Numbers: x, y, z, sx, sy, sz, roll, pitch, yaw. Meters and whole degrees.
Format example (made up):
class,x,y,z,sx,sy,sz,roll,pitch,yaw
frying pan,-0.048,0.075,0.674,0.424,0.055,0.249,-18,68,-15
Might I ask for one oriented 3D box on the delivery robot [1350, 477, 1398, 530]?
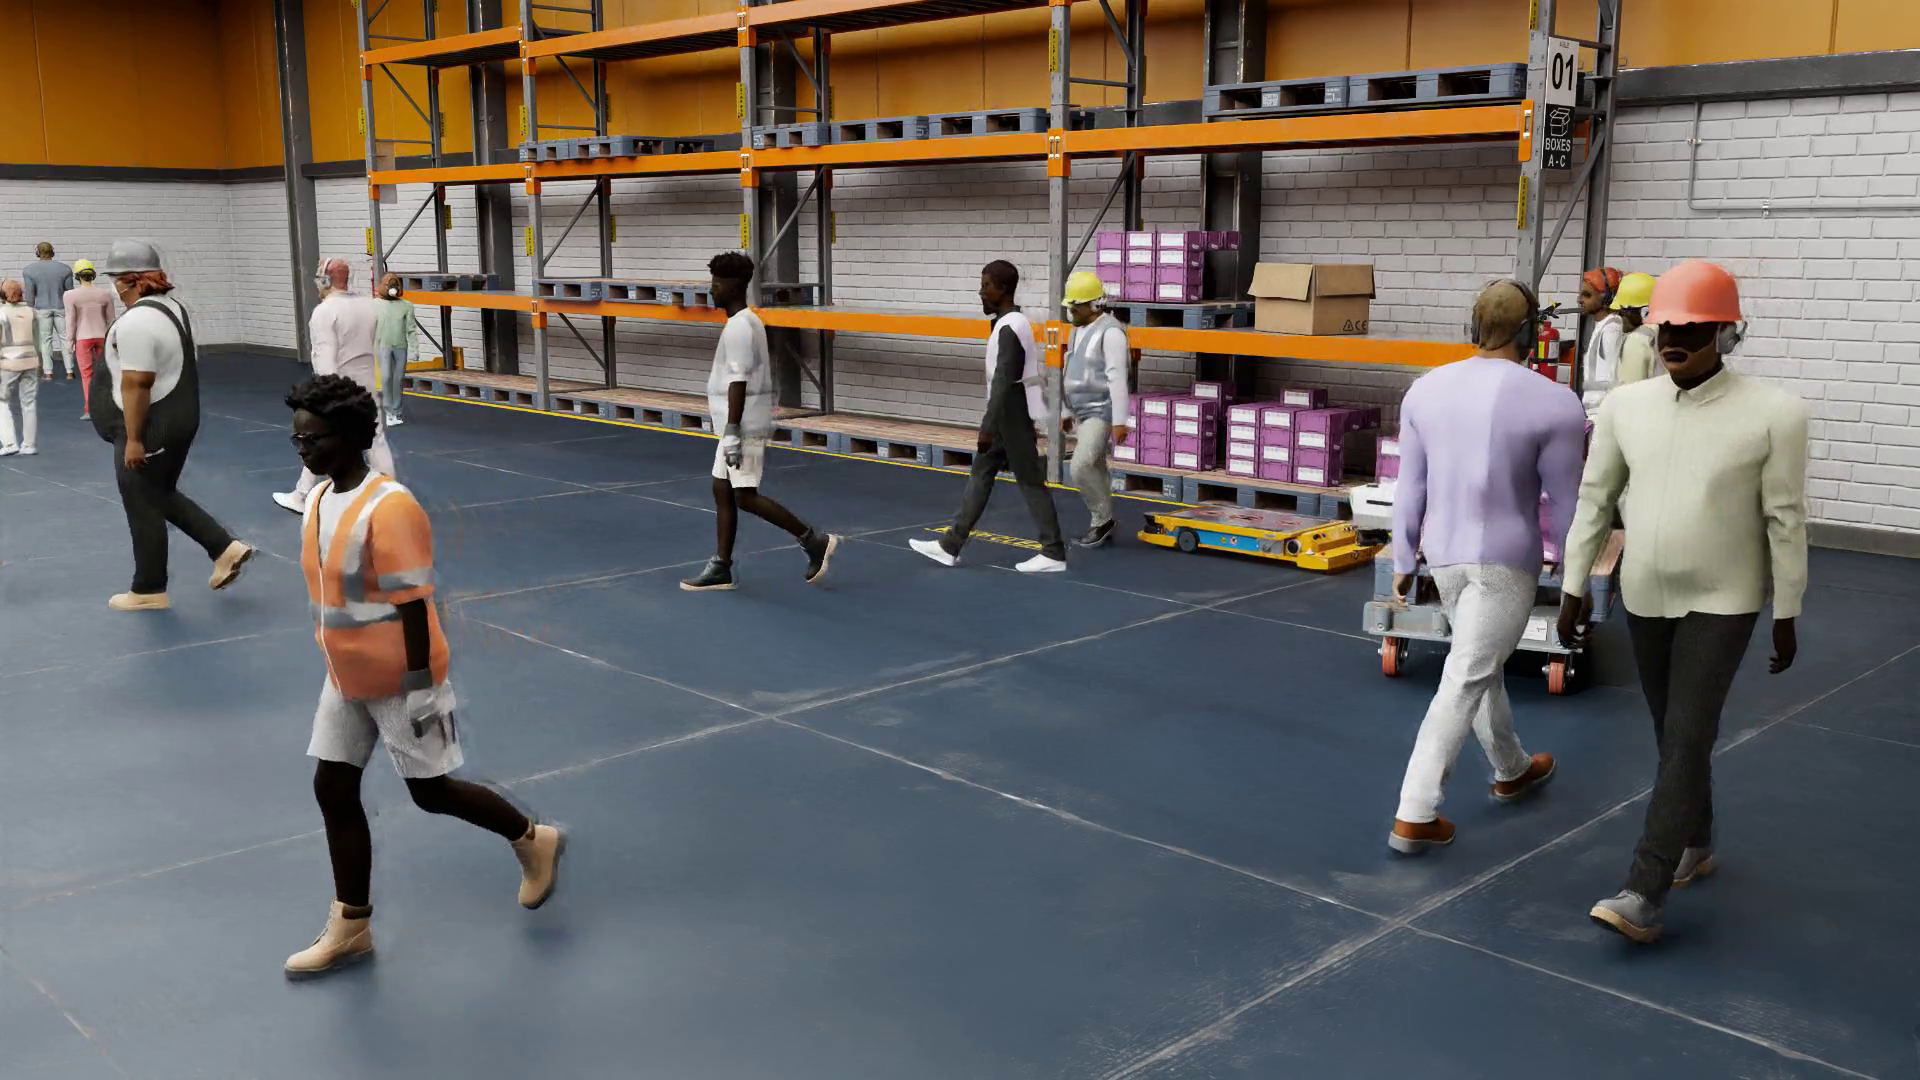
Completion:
class,x,y,z,sx,sy,sz,roll,pitch,yaw
delivery robot,2.835,-0.212,10.497,0.707,0.478,0.477,9,14,40

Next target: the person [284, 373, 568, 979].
class,x,y,z,sx,sy,sz,roll,pitch,yaw
person,-1.522,0.349,4.656,0.566,1.660,0.771,9,14,41

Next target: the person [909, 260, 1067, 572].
class,x,y,z,sx,sy,sz,roll,pitch,yaw
person,0.196,-0.722,9.941,0.982,1.864,0.621,0,10,-1

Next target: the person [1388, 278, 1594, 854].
class,x,y,z,sx,sy,sz,roll,pitch,yaw
person,1.793,0.074,5.583,1.048,1.878,0.647,-9,13,-39

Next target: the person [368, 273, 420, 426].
class,x,y,z,sx,sy,sz,roll,pitch,yaw
person,-6.006,-2.015,17.662,0.521,1.610,0.574,-6,12,-30

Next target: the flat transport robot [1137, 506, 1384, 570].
class,x,y,z,sx,sy,sz,roll,pitch,yaw
flat transport robot,1.897,-0.040,10.594,1.431,0.197,0.652,10,14,43

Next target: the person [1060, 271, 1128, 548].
class,x,y,z,sx,sy,sz,roll,pitch,yaw
person,0.851,-0.809,10.631,0.492,1.791,0.710,-4,11,-21

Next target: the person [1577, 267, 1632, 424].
class,x,y,z,sx,sy,sz,roll,pitch,yaw
person,4.024,-0.712,10.015,0.744,1.848,0.637,4,11,22

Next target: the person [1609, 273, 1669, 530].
class,x,y,z,sx,sy,sz,roll,pitch,yaw
person,3.989,-0.635,9.657,0.733,1.814,0.407,-9,14,-42

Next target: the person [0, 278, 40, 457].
class,x,y,z,sx,sy,sz,roll,pitch,yaw
person,-8.627,-1.567,15.203,0.359,1.637,0.535,5,11,25

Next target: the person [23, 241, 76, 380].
class,x,y,z,sx,sy,sz,roll,pitch,yaw
person,-12.741,-3.209,23.323,0.632,1.940,0.372,-8,13,-36

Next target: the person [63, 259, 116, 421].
class,x,y,z,sx,sy,sz,roll,pitch,yaw
person,-9.520,-2.187,18.226,0.330,1.765,0.533,9,14,41

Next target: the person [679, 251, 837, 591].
class,x,y,z,sx,sy,sz,roll,pitch,yaw
person,-1.163,-0.655,9.396,0.828,1.944,0.617,-1,10,-7

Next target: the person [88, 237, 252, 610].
class,x,y,z,sx,sy,sz,roll,pitch,yaw
person,-4.341,-0.632,8.990,0.659,2.000,0.684,-1,10,-5

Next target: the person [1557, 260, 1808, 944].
class,x,y,z,sx,sy,sz,roll,pitch,yaw
person,2.073,0.169,4.885,1.008,1.937,0.645,-9,13,-39

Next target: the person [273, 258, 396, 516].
class,x,y,z,sx,sy,sz,roll,pitch,yaw
person,-4.466,-1.075,11.908,1.006,1.849,0.662,4,11,19
